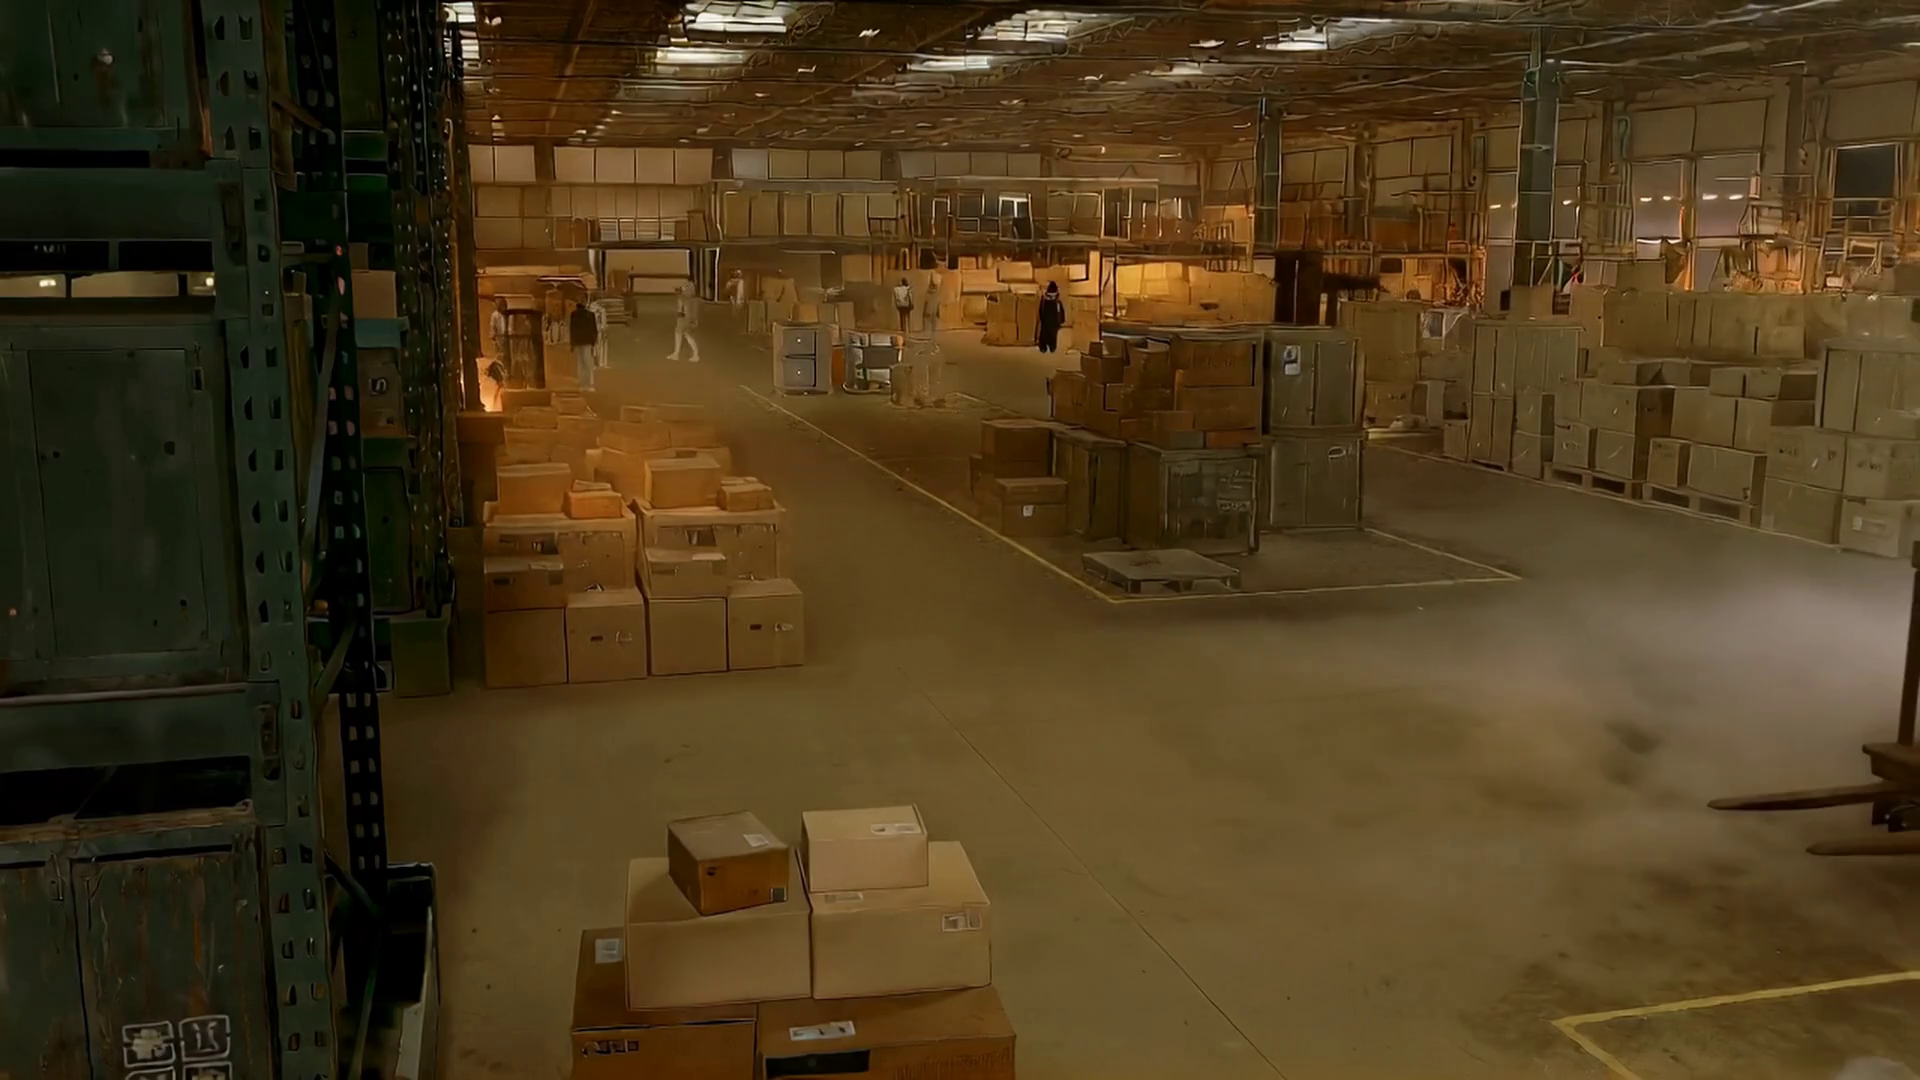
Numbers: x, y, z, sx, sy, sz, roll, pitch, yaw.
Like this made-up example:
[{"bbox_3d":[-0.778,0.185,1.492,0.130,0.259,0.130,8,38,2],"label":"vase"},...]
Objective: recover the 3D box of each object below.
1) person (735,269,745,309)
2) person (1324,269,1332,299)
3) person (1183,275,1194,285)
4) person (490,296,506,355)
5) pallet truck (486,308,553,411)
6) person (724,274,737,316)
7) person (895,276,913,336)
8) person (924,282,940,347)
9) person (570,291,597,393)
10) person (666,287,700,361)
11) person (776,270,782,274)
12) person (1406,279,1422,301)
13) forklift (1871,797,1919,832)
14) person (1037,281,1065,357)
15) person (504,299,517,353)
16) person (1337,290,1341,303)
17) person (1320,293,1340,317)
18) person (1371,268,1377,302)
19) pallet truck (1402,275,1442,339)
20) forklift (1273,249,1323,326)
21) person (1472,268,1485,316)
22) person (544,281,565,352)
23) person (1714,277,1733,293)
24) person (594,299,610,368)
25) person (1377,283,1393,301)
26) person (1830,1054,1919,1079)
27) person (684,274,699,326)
[{"bbox_3d":[-10.088,-11.556,76.665,0.507,1.822,0.847,-9,14,-42],"label":"person"},{"bbox_3d":[17.611,-12.024,79.347,0.889,1.799,0.633,4,11,19],"label":"person"},{"bbox_3d":[8.182,-8.590,59.738,0.534,1.856,0.367,9,14,42],"label":"person"},{"bbox_3d":[-9.132,-3.885,32.991,0.337,1.882,0.584,0,10,-2],"label":"person"},{"bbox_3d":[-6.242,-2.418,24.362,0.823,1.965,1.885,1,10,3],"label":"pallet truck"},{"bbox_3d":[-9.440,-10.096,68.569,0.527,1.744,0.746,0,10,1],"label":"person"},{"bbox_3d":[-1.811,-7.553,53.667,0.589,1.920,0.398,5,11,26],"label":"person"},{"bbox_3d":[-0.776,-6.410,47.350,0.386,1.859,0.549,8,13,39],"label":"person"},{"bbox_3d":[-7.412,-3.884,32.667,0.618,1.997,0.373,5,11,28],"label":"person"},{"bbox_3d":[-6.965,-5.418,41.774,0.879,1.863,0.579,-2,10,-9],"label":"person"},{"bbox_3d":[-7.475,-10.277,69.110,0.625,1.911,0.995,5,11,27],"label":"person"},{"bbox_3d":[13.010,-6.493,47.619,0.628,1.935,0.373,-8,13,-38],"label":"person"},{"bbox_3d":[5.524,0.093,7.646,1.873,2.768,1.129,-3,10,-15],"label":"forklift"},{"bbox_3d":[2.311,-5.741,43.060,0.754,2.000,0.782,3,10,15],"label":"person"},{"bbox_3d":[-10.400,-4.681,38.029,0.536,1.697,0.318,-4,11,-19],"label":"person"},{"bbox_3d":[12.342,-7.676,55.068,0.642,1.676,0.534,5,11,28],"label":"person"},{"bbox_3d":[8.502,-4.892,38.603,0.646,1.910,0.750,-2,10,-13],"label":"person"},{"bbox_3d":[18.098,-10.940,72.848,0.571,1.913,0.780,8,13,38],"label":"person"},{"bbox_3d":[14.620,-7.324,52.145,0.823,1.965,1.885,8,13,40],"label":"pallet truck"},{"bbox_3d":[4.855,-2.824,24.162,1.873,2.768,1.129,-3,10,-15],"label":"forklift"},{"bbox_3d":[20.557,-9.779,66.048,0.375,1.997,0.612,-4,11,-24],"label":"person"},{"bbox_3d":[-11.005,-6.051,45.134,0.543,1.928,0.374,0,10,1],"label":"person"},{"bbox_3d":[24.232,-7.380,52.723,0.615,1.904,0.656,0,10,0],"label":"person"},{"bbox_3d":[-8.452,-4.865,39.231,0.308,1.641,0.514,4,11,20],"label":"person"},{"bbox_3d":[12.671,-6.756,49.594,0.982,1.773,0.652,-4,11,-22],"label":"person"},{"bbox_3d":[1.135,1.567,2.085,0.613,1.895,0.875,1,10,6],"label":"person"},{"bbox_3d":[-9.622,-8.533,59.335,0.610,1.872,0.721,7,12,33],"label":"person"}]
